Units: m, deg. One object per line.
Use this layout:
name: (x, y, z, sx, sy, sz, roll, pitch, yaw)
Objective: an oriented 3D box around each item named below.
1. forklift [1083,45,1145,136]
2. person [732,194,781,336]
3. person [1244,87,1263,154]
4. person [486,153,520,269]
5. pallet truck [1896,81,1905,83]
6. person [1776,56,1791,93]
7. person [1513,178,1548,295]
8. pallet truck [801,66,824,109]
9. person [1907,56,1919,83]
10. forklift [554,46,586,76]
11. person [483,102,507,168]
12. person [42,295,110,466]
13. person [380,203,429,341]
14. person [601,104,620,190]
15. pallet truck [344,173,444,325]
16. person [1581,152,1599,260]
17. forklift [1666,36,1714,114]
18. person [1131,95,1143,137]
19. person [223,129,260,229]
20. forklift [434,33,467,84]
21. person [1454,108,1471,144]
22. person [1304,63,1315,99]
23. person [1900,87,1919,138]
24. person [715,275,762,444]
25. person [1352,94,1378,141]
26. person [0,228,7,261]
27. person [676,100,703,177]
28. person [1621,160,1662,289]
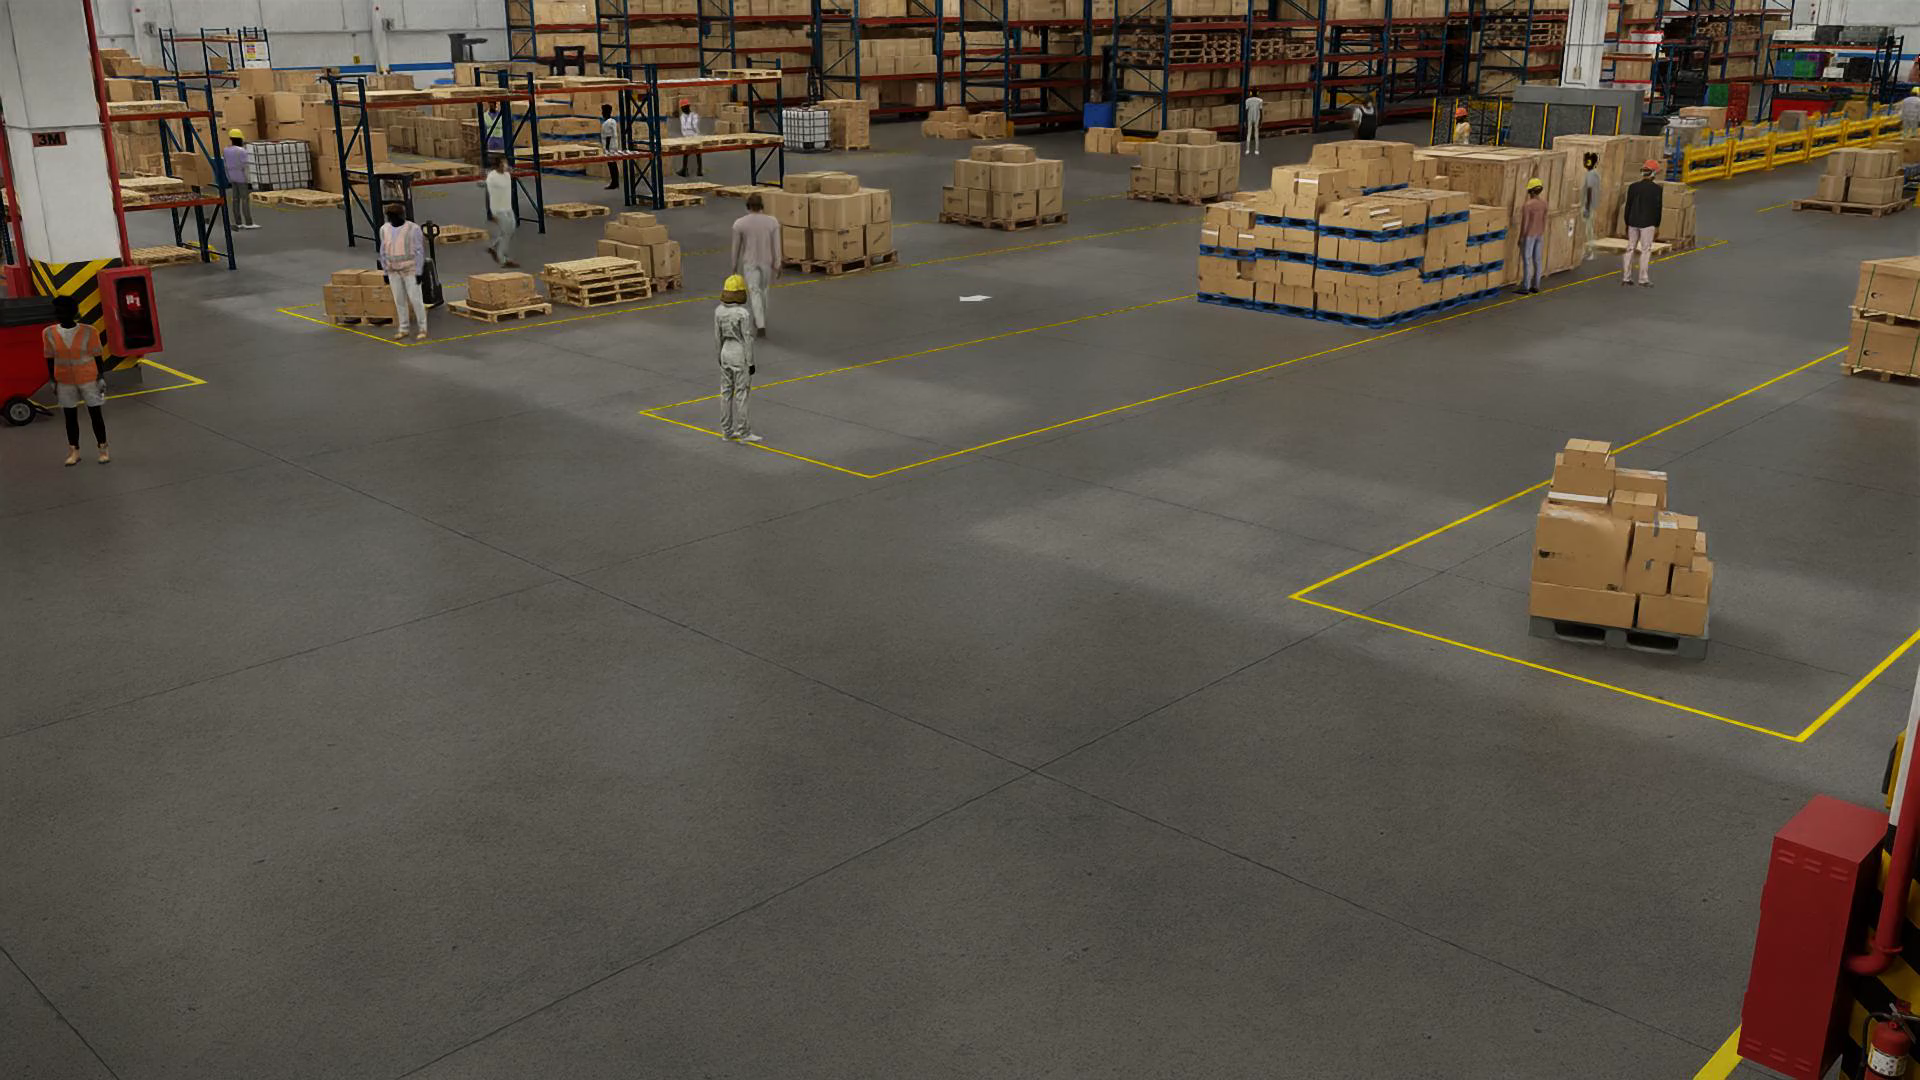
forklift: (4.849, -14.127, 52.344, 1.129, 2.768, 1.873, 17, 25, 41)
person: (-2.768, -3.754, 22.649, 0.647, 1.893, 1.011, -6, 19, -17)
person: (8.332, -11.893, 47.200, 0.509, 1.867, 0.328, 3, 19, 8)
person: (-7.741, -5.519, 27.920, 0.558, 1.924, 0.626, 5, 19, 16)
pallet truck: (34.802, -16.331, 61.455, 0.653, 1.274, 1.630, 17, 25, 41)
person: (33.144, -18.460, 66.872, 0.629, 1.940, 0.377, 9, 20, 26)
person: (8.782, -4.667, 25.589, 0.526, 1.765, 0.330, -10, 21, -29)
pallet truck: (-4.812, -15.182, 56.903, 0.823, 1.965, 1.885, -9, 21, -26)
person: (38.361, -18.503, 67.017, 0.738, 1.937, 0.679, 0, 18, -1)
forklift: (-12.071, -13.979, 51.899, 1.873, 2.768, 1.129, 17, 25, 41)
person: (-11.556, -9.994, 41.395, 0.597, 1.917, 0.374, -1, 18, -3)
person: (-8.681, -1.573, 16.366, 0.535, 1.699, 0.321, -4, 19, -13)
person: (-7.423, -3.569, 22.183, 0.633, 1.835, 0.430, 4, 19, 11)
person: (-8.180, -9.175, 38.851, 0.361, 1.964, 0.616, 2, 18, 6)
pallet truck: (-8.209, -4.181, 23.757, 0.823, 1.965, 1.885, 3, 19, 9)
person: (10.756, -5.776, 28.803, 0.720, 1.844, 0.552, 11, 22, 31)
forklift: (27.341, -17.291, 61.877, 1.129, 2.768, 1.873, 17, 25, 41)
person: (5.561, -13.333, 51.877, 0.546, 1.651, 0.883, 17, 25, 41)
person: (-14.097, -7.058, 32.542, 0.589, 1.924, 0.384, 8, 20, 22)
forklift: (-19.731, -18.530, 65.609, 1.873, 2.768, 1.129, 1, 18, 4)
person: (11.485, -8.959, 38.280, 0.391, 1.924, 0.548, -4, 19, -12)
person: (13.343, -17.088, 62.937, 0.628, 1.818, 0.659, 0, 18, 1)
person: (27.710, -12.261, 48.392, 0.759, 1.804, 0.627, -16, 24, -40)
person: (-2.300, -1.868, 17.189, 0.494, 1.741, 0.308, 13, 23, 35)
person: (10.305, -10.343, 42.256, 0.699, 2.000, 1.010, -5, 19, -14)
person: (-16.710, -5.671, 28.516, 0.530, 1.824, 0.524, -1, 18, -3)
person: (-6.735, -9.997, 41.451, 0.660, 1.872, 0.983, 8, 20, 22)
person: (10.718, -4.950, 26.092, 0.393, 1.986, 0.608, -13, 22, -33)
